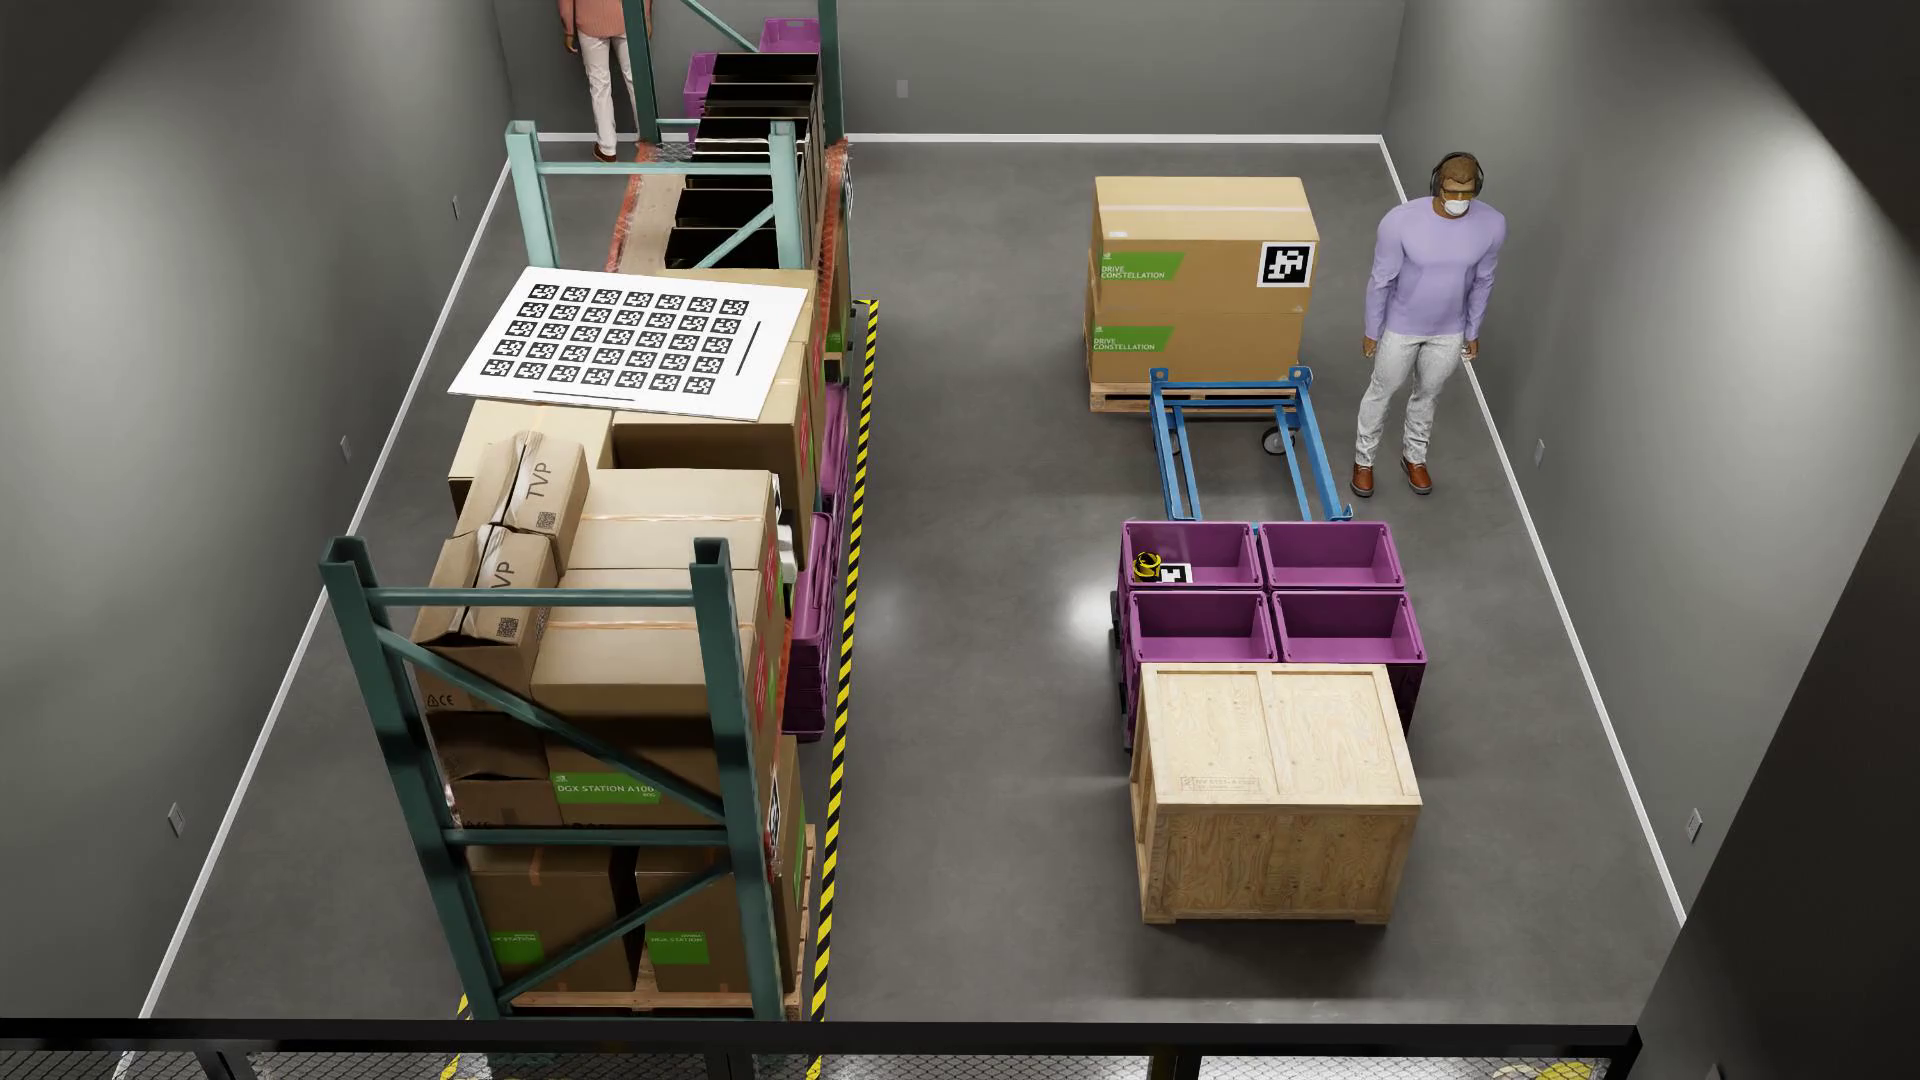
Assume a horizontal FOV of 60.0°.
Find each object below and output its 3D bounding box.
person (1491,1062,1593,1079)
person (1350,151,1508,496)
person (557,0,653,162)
[{"bbox_3d":[1.602,2.069,4.833,0.404,1.833,0.586,5,42,6],"label":"person"},{"bbox_3d":[2.321,-1.063,8.326,0.632,1.940,0.372,-2,41,-2],"label":"person"},{"bbox_3d":[-2.333,-3.429,10.981,0.622,1.993,0.382,-16,44,-18],"label":"person"}]
